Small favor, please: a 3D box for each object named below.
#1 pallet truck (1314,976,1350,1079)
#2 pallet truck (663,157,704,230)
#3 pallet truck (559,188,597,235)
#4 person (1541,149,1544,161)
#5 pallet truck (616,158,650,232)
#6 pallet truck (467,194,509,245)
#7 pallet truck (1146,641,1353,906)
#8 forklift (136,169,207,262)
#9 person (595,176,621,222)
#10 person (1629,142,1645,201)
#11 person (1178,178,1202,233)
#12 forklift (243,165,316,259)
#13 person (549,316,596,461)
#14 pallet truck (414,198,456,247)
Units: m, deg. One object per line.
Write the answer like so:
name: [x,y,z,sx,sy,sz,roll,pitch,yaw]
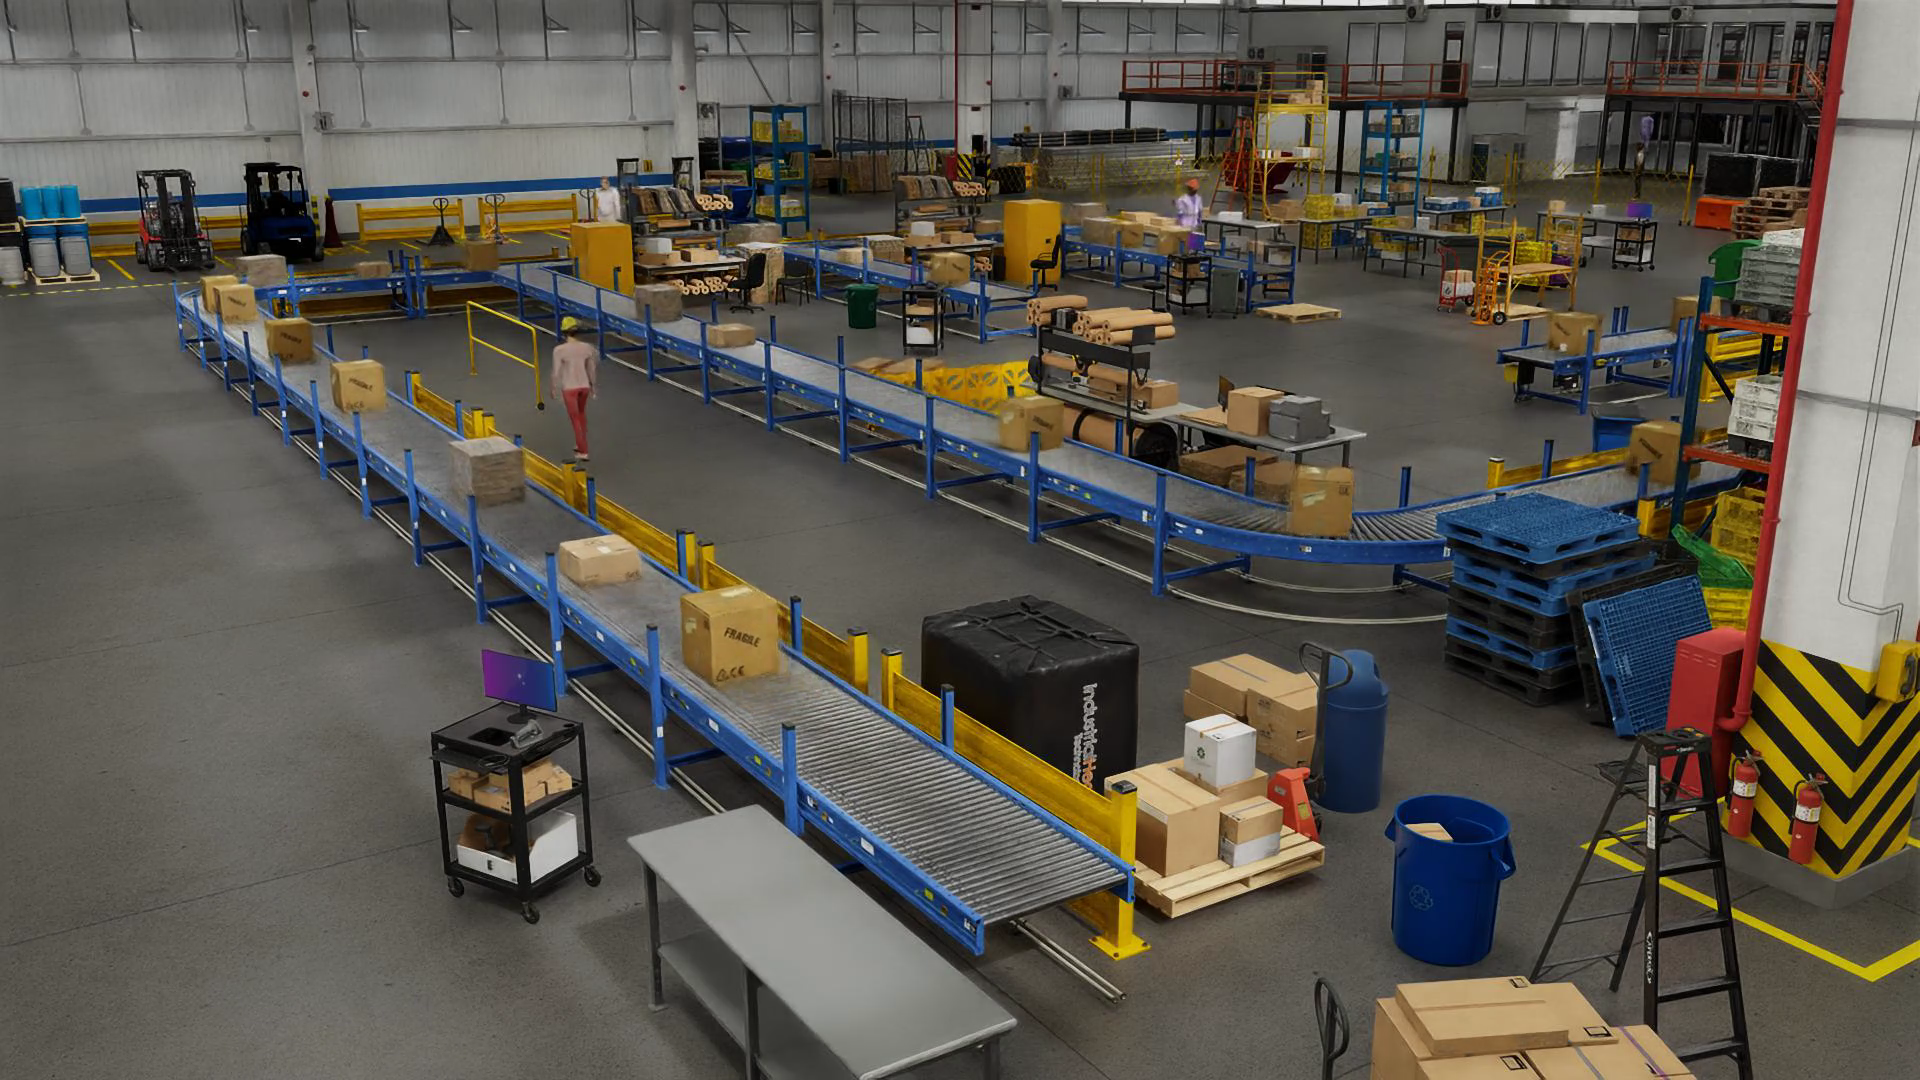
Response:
pallet truck: [2.299,2.390,7.086,1.601,1.201,0.680,-2,17,-7]
pallet truck: [-7.586,-9.308,44.692,0.823,1.965,1.885,-11,20,-33]
pallet truck: [-10.010,-8.652,43.699,0.653,1.274,1.630,-10,20,-31]
person: [21.827,-14.481,62.512,0.500,1.633,0.285,10,19,29]
pallet truck: [-8.918,-9.176,44.255,0.823,1.965,1.885,-9,19,-27]
pallet truck: [-11.983,-8.177,42.137,0.704,1.261,1.522,-11,20,-33]
pallet truck: [1.664,1.407,10.232,1.630,1.274,0.653,-10,20,-31]
forklift: [-17.842,-7.318,37.559,1.157,1.987,2.680,-10,20,-31]
person: [-8.338,-7.666,39.414,0.661,1.886,0.548,6,18,19]
person: [21.642,-11.748,53.071,0.348,1.846,0.506,9,19,28]
person: [5.130,-7.165,37.564,0.603,2.018,0.879,-9,19,-27]
forklift: [-15.898,-7.669,38.708,1.157,1.987,2.680,-11,20,-33]
person: [-4.761,-1.864,20.354,0.532,1.740,0.724,-15,22,-41]
pallet truck: [-13.250,-8.060,41.856,0.680,1.201,1.601,-10,20,-31]
